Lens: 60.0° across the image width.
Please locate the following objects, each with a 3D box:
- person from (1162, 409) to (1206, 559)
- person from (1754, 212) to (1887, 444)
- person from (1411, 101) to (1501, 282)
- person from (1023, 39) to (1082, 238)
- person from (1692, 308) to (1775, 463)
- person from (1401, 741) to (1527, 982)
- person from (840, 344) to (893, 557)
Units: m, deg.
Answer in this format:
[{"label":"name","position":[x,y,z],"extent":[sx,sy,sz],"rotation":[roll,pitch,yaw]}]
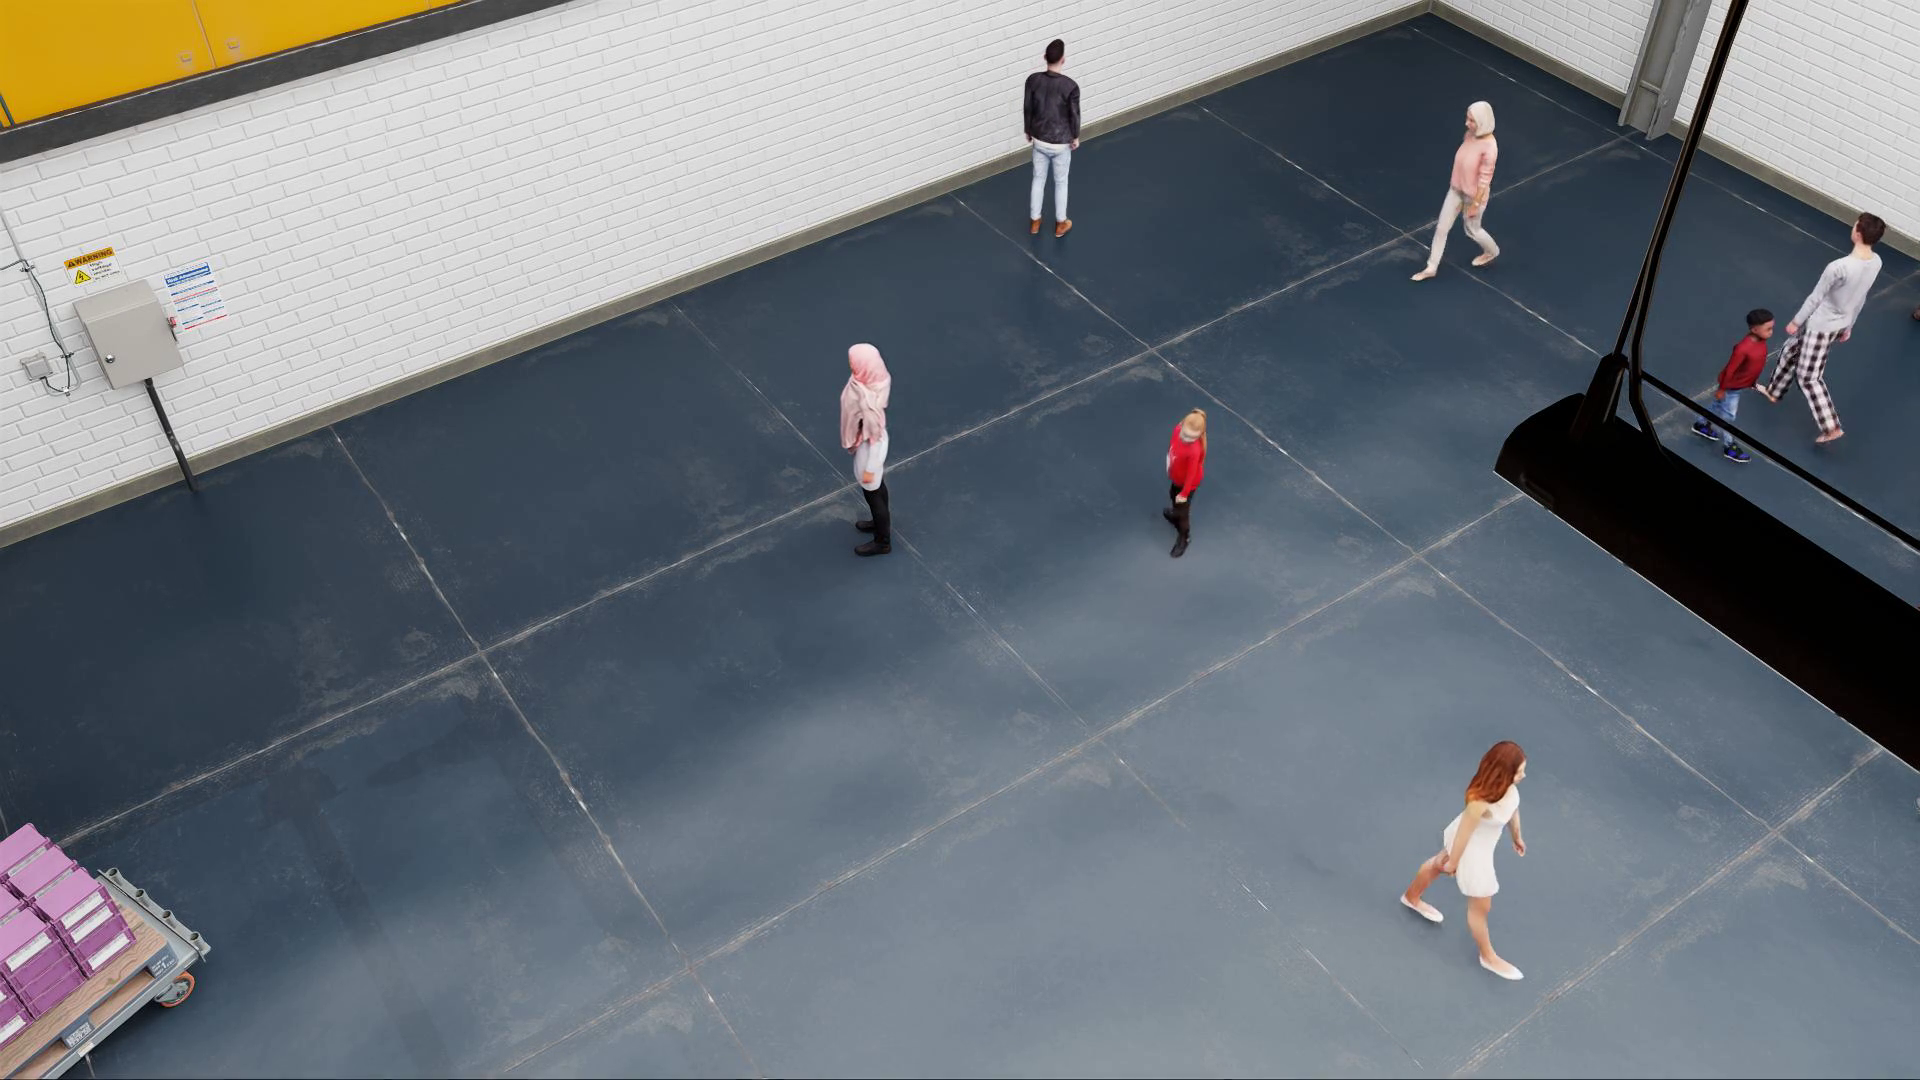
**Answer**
[{"label":"person","position":[1.581,-0.466,11.752],"extent":[0.768,1.262,0.554],"rotation":[-5,44,-5]},{"label":"person","position":[6.569,-1.553,12.501],"extent":[0.716,1.803,1.172],"rotation":[-20,47,-19]},{"label":"person","position":[4.375,-2.932,14.031],"extent":[0.887,1.690,1.071],"rotation":[-12,45,-12]},{"label":"person","position":[0.797,-3.492,14.513],"extent":[0.690,1.836,0.790],"rotation":[13,45,13]},{"label":"person","position":[5.820,-1.235,12.580],"extent":[0.577,1.235,0.774],"rotation":[-32,52,-29]},{"label":"person","position":[2.773,1.637,9.245],"extent":[1.095,1.675,0.758],"rotation":[29,51,27]},{"label":"person","position":[-0.619,-0.630,11.532],"extent":[0.797,1.803,0.712],"rotation":[1,44,1]}]
